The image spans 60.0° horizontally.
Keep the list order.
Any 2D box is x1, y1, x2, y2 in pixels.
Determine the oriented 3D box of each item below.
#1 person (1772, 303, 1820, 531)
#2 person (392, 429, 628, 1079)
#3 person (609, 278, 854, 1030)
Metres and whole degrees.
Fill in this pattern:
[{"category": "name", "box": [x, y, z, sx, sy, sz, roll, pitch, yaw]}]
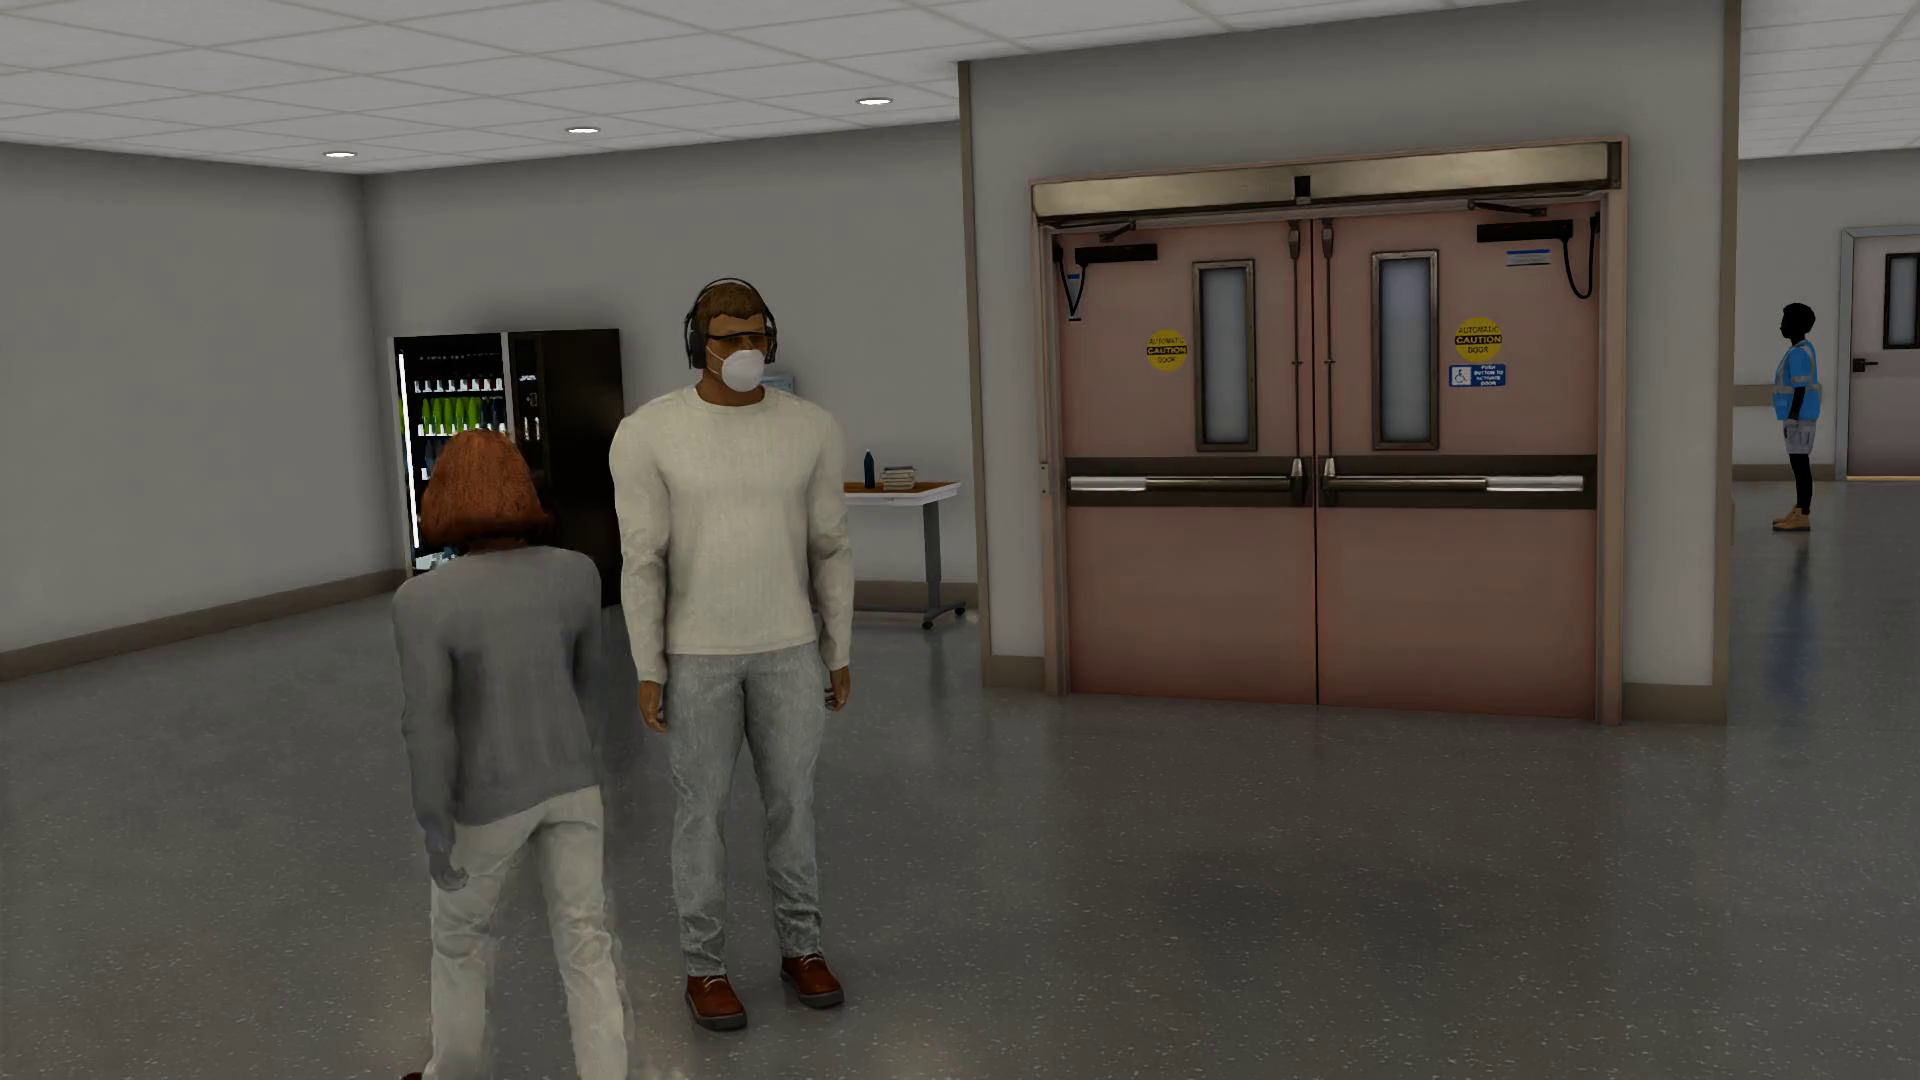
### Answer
[{"category": "person", "box": [6.219, -0.910, 12.369, 0.319, 1.697, 0.532, 2, 8, 28]}, {"category": "person", "box": [-1.007, 0.564, 3.638, 0.507, 1.600, 0.780, -9, 10, -40]}, {"category": "person", "box": [-0.566, 0.295, 4.337, 0.622, 1.932, 0.368, -5, 8, -21]}]
